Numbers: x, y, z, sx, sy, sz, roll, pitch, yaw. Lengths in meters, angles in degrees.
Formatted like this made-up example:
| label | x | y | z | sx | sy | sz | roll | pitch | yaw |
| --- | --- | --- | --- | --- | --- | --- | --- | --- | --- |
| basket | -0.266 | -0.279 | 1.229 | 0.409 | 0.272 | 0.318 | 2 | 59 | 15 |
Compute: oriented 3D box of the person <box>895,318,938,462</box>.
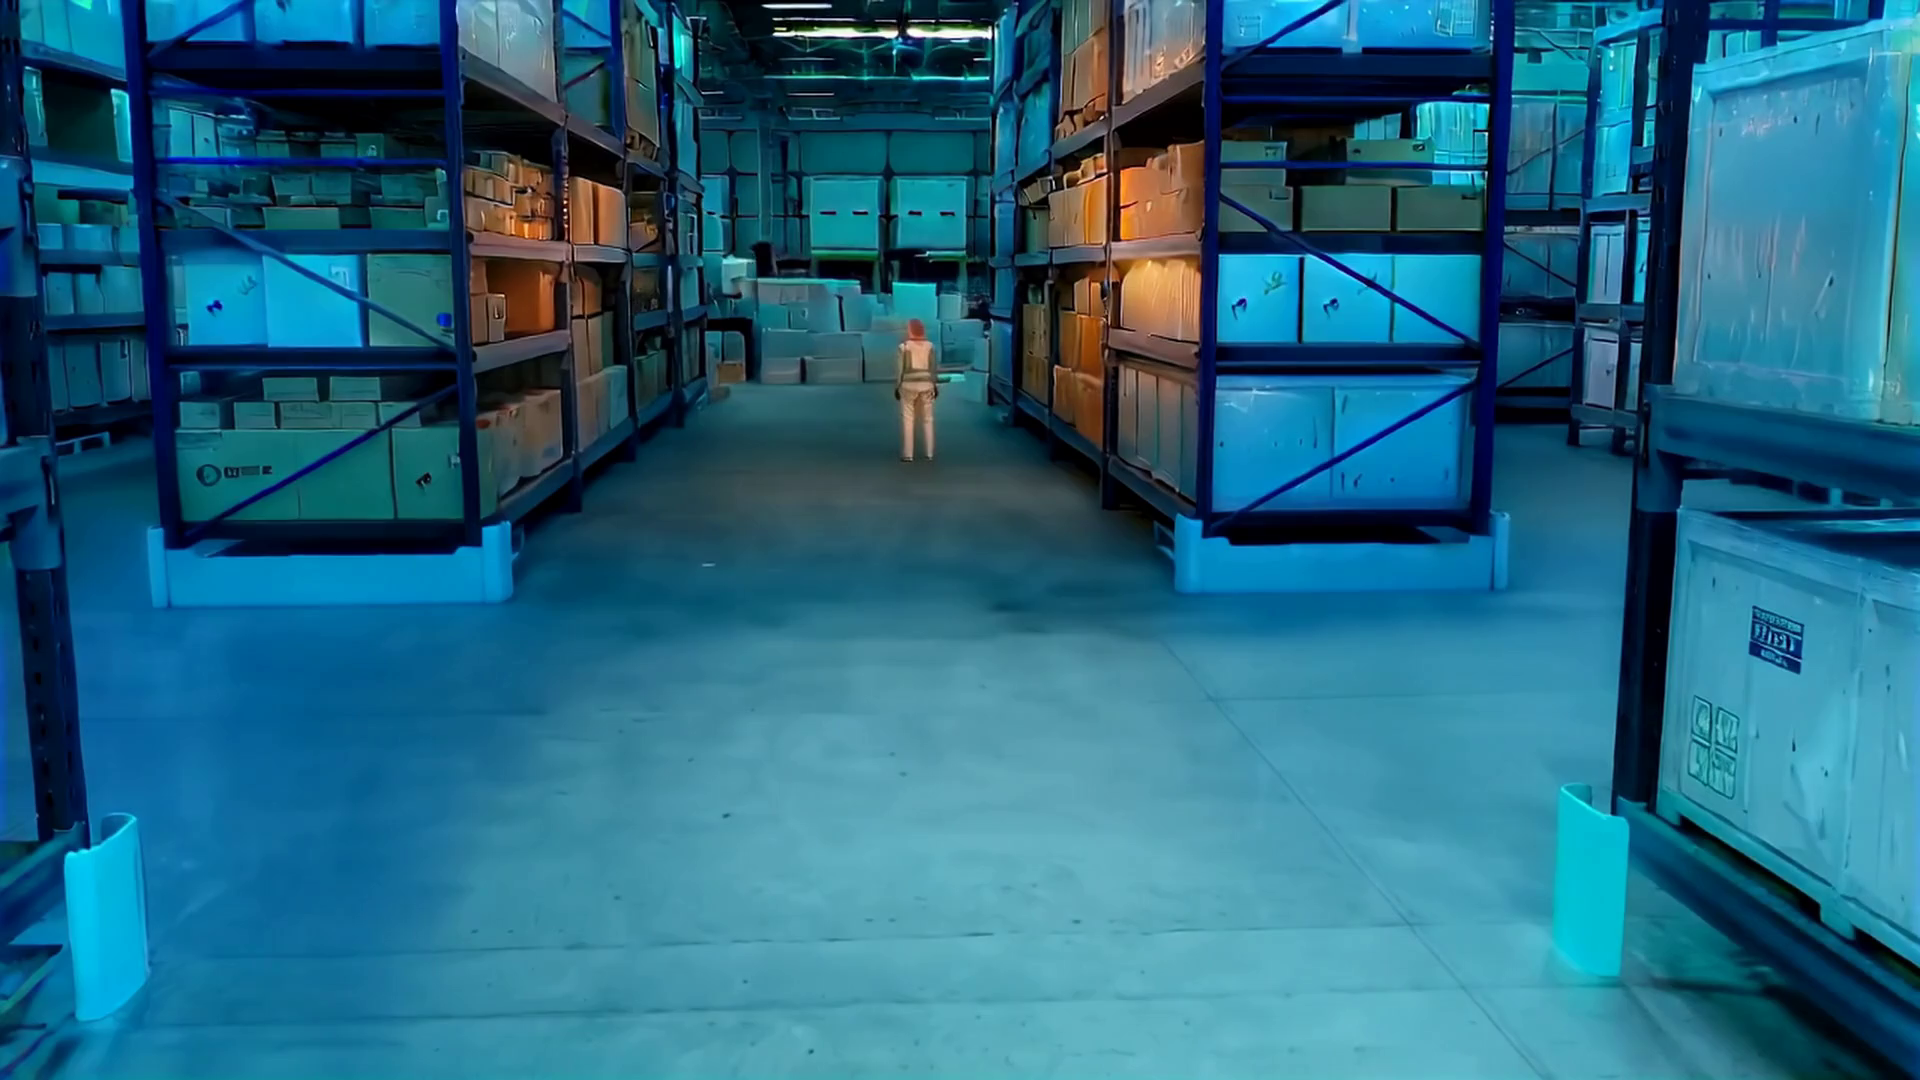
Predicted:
| label | x | y | z | sx | sy | sz | roll | pitch | yaw |
| --- | --- | --- | --- | --- | --- | --- | --- | --- | --- |
| person | -0.485 | -1.695 | 18.899 | 0.512 | 1.630 | 0.317 | -4 | 10 | -22 |

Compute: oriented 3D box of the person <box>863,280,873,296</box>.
| label | x | y | z | sx | sy | sz | roll | pitch | yaw |
| --- | --- | --- | --- | --- | --- | --- | --- | --- | --- |
| person | -3.179 | -8.046 | 57.797 | 0.360 | 1.938 | 0.635 | -3 | 9 | -16 |

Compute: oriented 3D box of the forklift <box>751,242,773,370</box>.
| label | x | y | z | sx | sy | sz | roll | pitch | yaw |
| --- | --- | --- | --- | --- | --- | --- | --- | --- | --- |
| forklift | -4.251 | -5.060 | 36.103 | 1.873 | 2.768 | 1.129 | -1 | 9 | -4 |

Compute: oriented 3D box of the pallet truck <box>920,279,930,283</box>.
| label | x | y | z | sx | sy | sz | roll | pitch | yaw |
| --- | --- | --- | --- | --- | --- | --- | --- | --- | --- |
| pallet truck | -0.932 | -8.922 | 63.114 | 1.885 | 1.965 | 0.823 | 2 | 9 | 13 |

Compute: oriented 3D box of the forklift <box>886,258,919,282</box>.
| label | x | y | z | sx | sy | sz | roll | pitch | yaw |
| --- | --- | --- | --- | --- | --- | --- | --- | --- | --- |
| forklift | -1.544 | -6.484 | 45.045 | 1.129 | 2.768 | 1.873 | -1 | 9 | -4 |
